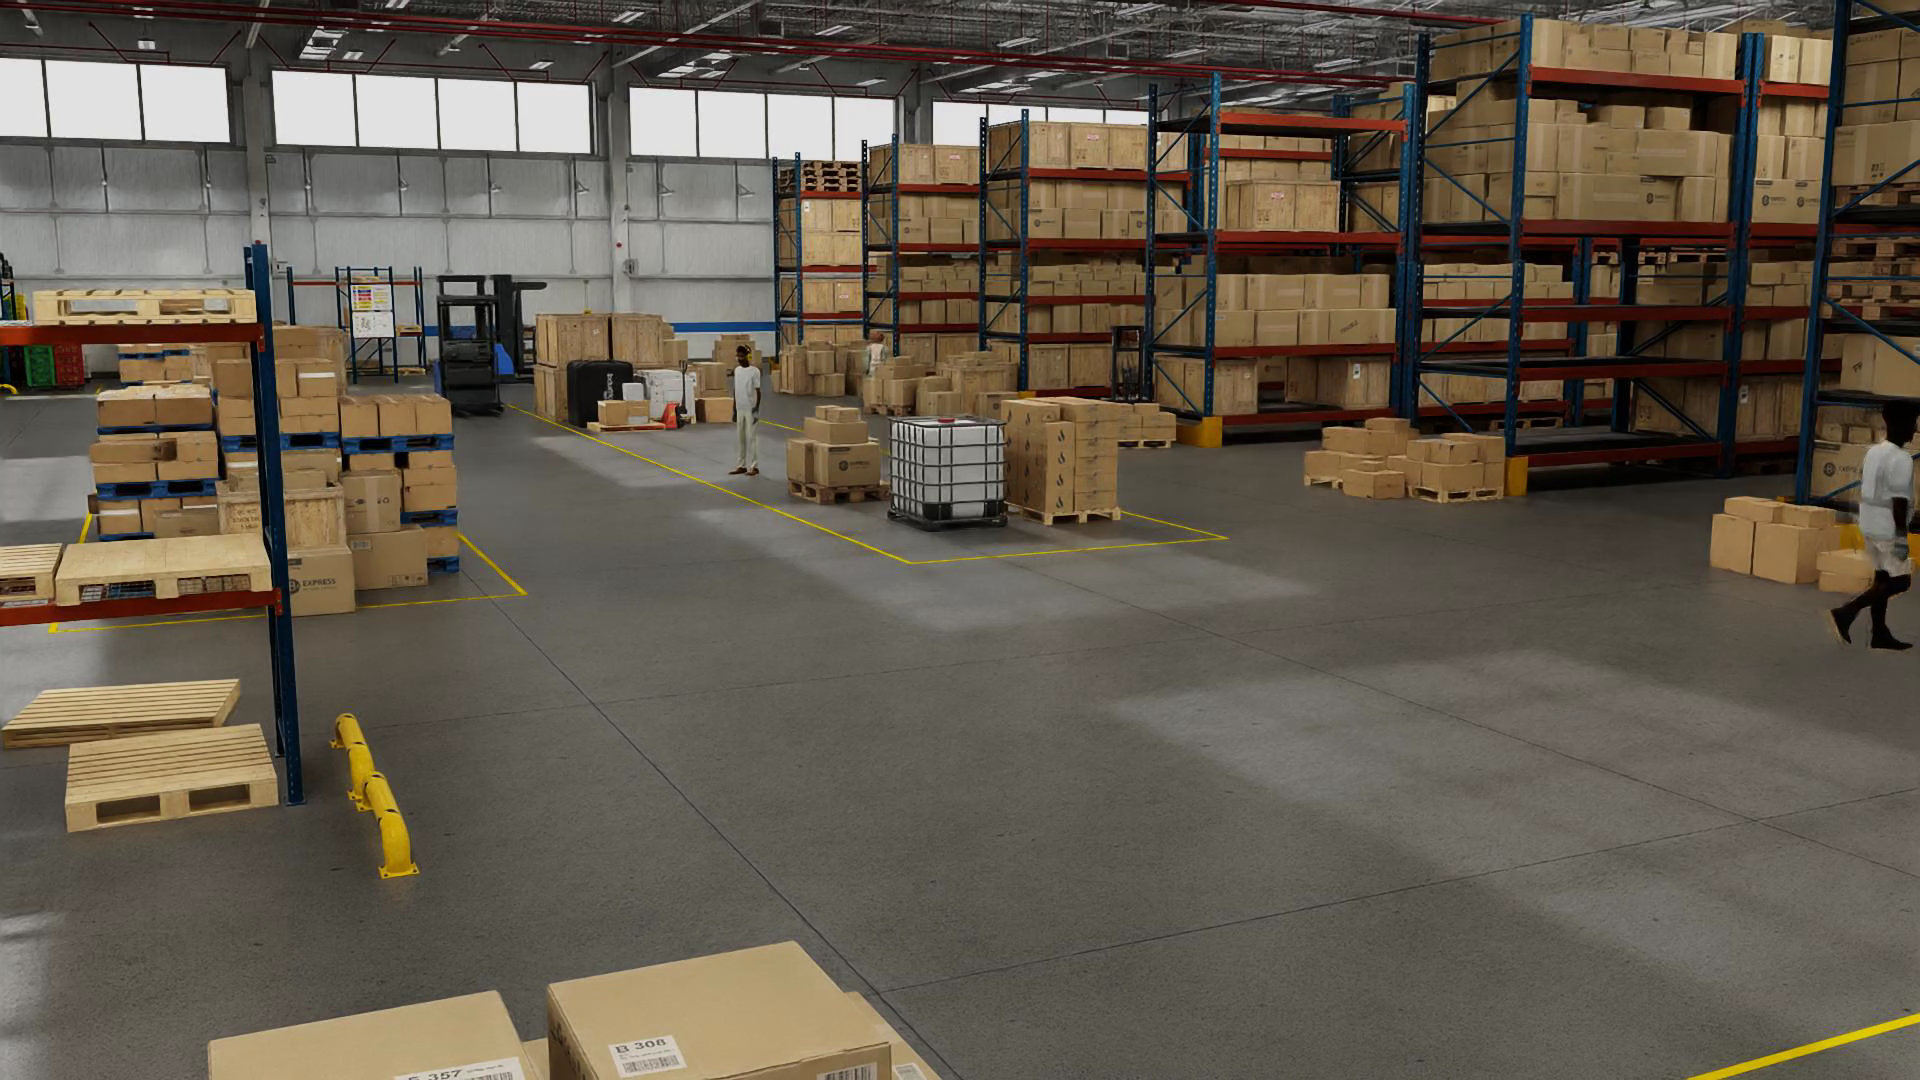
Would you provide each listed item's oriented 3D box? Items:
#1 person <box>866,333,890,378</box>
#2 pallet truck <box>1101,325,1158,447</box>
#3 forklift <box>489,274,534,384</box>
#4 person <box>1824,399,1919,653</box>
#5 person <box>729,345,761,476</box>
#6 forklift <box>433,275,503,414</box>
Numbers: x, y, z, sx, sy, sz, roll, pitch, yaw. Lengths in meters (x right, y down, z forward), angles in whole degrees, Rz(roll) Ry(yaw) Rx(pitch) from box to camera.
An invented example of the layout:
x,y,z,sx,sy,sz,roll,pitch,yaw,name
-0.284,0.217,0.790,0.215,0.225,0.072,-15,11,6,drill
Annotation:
x,y,z,sx,sy,sz,roll,pitch,yaw,name
-1.707,-3.611,35.459,0.543,1.585,0.873,4,10,25,person
2.881,-2.596,27.923,0.823,1.965,1.885,-1,9,-7,pallet truck
-11.612,-5.349,42.275,1.873,2.768,1.129,-4,10,-25,forklift
6.924,-0.091,12.522,0.599,1.952,0.635,2,9,10,person
-3.059,-1.841,23.651,0.509,1.867,0.328,7,11,35,person
-10.197,-4.041,34.161,1.129,2.768,1.873,-4,10,-25,forklift
